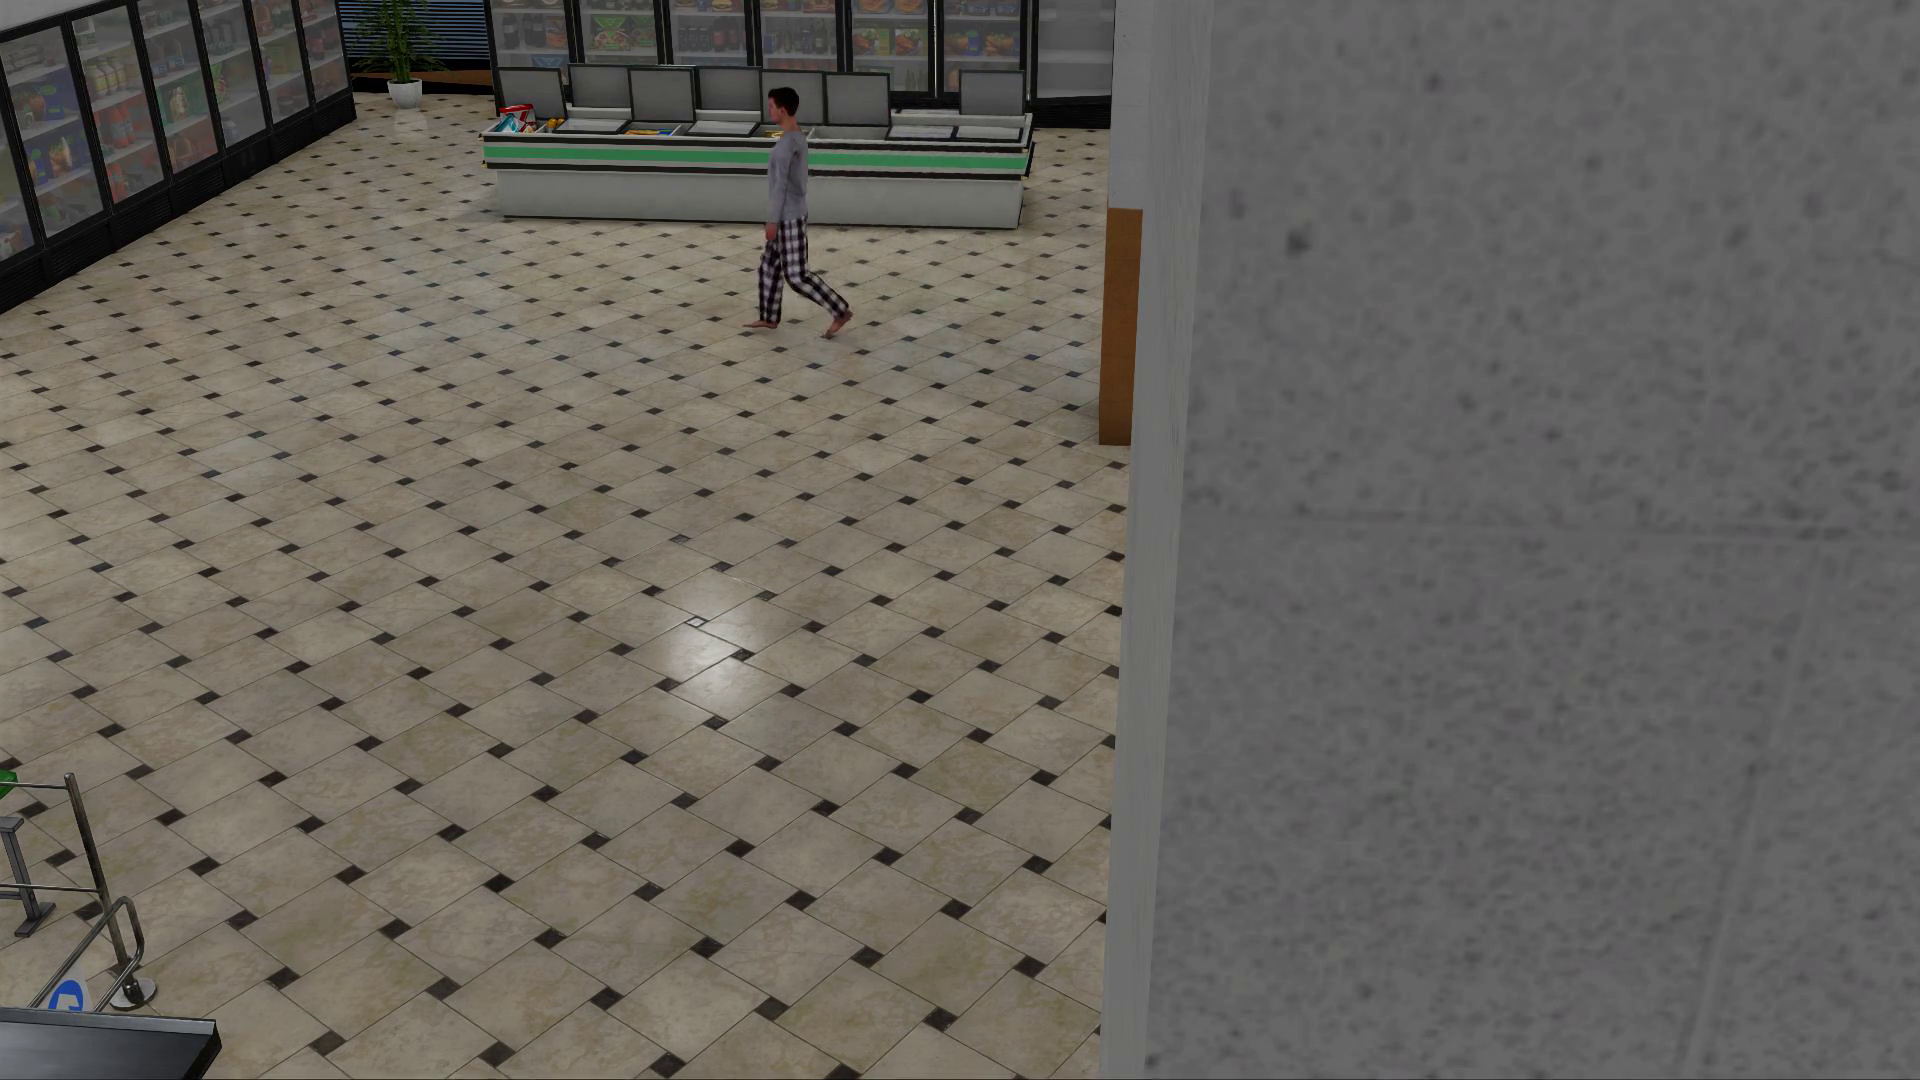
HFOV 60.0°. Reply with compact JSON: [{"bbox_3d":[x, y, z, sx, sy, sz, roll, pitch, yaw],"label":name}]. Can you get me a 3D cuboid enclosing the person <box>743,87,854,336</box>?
[{"bbox_3d":[-1.183,-2.358,12.201,1.095,1.816,0.707,0,27,0],"label":"person"}]
